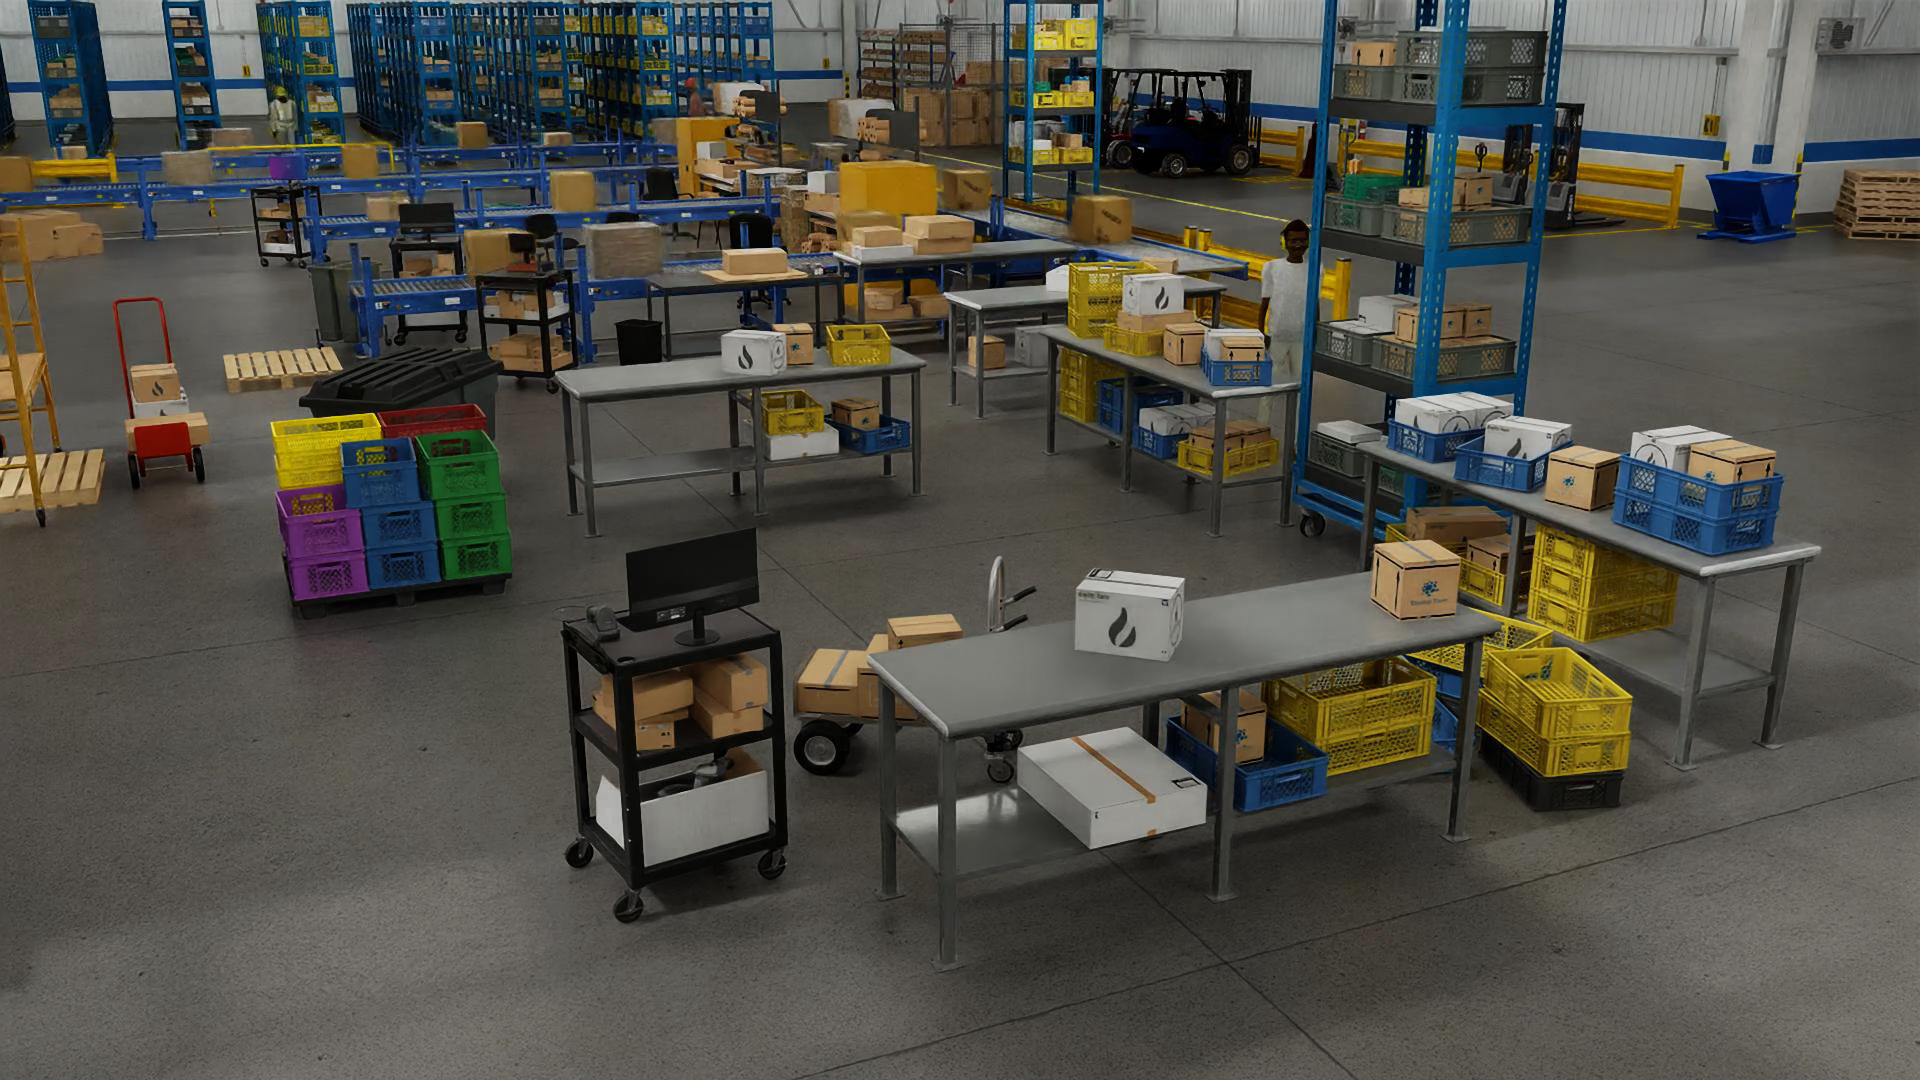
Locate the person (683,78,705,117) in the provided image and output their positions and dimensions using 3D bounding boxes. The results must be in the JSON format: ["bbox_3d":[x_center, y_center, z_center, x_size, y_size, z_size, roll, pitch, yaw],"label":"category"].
[{"bbox_3d":[-5.924,-9.201,36.817,0.935,1.946,0.656,-1,18,-4],"label":"person"}]

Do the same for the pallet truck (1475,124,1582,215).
[{"bbox_3d":[9.707,-6.455,28.103,1.885,1.965,0.823,-7,19,-20],"label":"pallet truck"}]

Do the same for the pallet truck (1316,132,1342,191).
[{"bbox_3d":[7.723,-7.504,32.656,1.601,1.201,0.680,-8,19,-23],"label":"pallet truck"}]

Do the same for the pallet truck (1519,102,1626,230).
[{"bbox_3d":[9.972,-6.037,26.785,1.885,1.965,0.823,-9,20,-25],"label":"pallet truck"}]

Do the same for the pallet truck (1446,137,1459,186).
[{"bbox_3d":[9.184,-6.485,29.328,1.630,1.274,0.653,-8,19,-23],"label":"pallet truck"}]

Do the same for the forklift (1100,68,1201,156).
[{"bbox_3d":[4.082,-9.564,37.410,2.680,1.987,1.157,-8,19,-23],"label":"forklift"}]

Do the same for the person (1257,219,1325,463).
[{"bbox_3d":[2.528,-1.519,12.758,0.520,1.874,0.327,-1,18,-4],"label":"person"}]

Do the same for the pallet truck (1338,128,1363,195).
[{"bbox_3d":[7.845,-7.140,31.411,1.522,1.261,0.704,-9,20,-25],"label":"pallet truck"}]

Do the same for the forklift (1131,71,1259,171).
[{"bbox_3d":[4.998,-8.936,35.413,2.680,1.987,1.157,-9,20,-25],"label":"forklift"}]

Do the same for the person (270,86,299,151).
[{"bbox_3d":[-15.202,-9.307,37.456,0.598,1.785,0.952,-9,20,-26],"label":"person"}]
